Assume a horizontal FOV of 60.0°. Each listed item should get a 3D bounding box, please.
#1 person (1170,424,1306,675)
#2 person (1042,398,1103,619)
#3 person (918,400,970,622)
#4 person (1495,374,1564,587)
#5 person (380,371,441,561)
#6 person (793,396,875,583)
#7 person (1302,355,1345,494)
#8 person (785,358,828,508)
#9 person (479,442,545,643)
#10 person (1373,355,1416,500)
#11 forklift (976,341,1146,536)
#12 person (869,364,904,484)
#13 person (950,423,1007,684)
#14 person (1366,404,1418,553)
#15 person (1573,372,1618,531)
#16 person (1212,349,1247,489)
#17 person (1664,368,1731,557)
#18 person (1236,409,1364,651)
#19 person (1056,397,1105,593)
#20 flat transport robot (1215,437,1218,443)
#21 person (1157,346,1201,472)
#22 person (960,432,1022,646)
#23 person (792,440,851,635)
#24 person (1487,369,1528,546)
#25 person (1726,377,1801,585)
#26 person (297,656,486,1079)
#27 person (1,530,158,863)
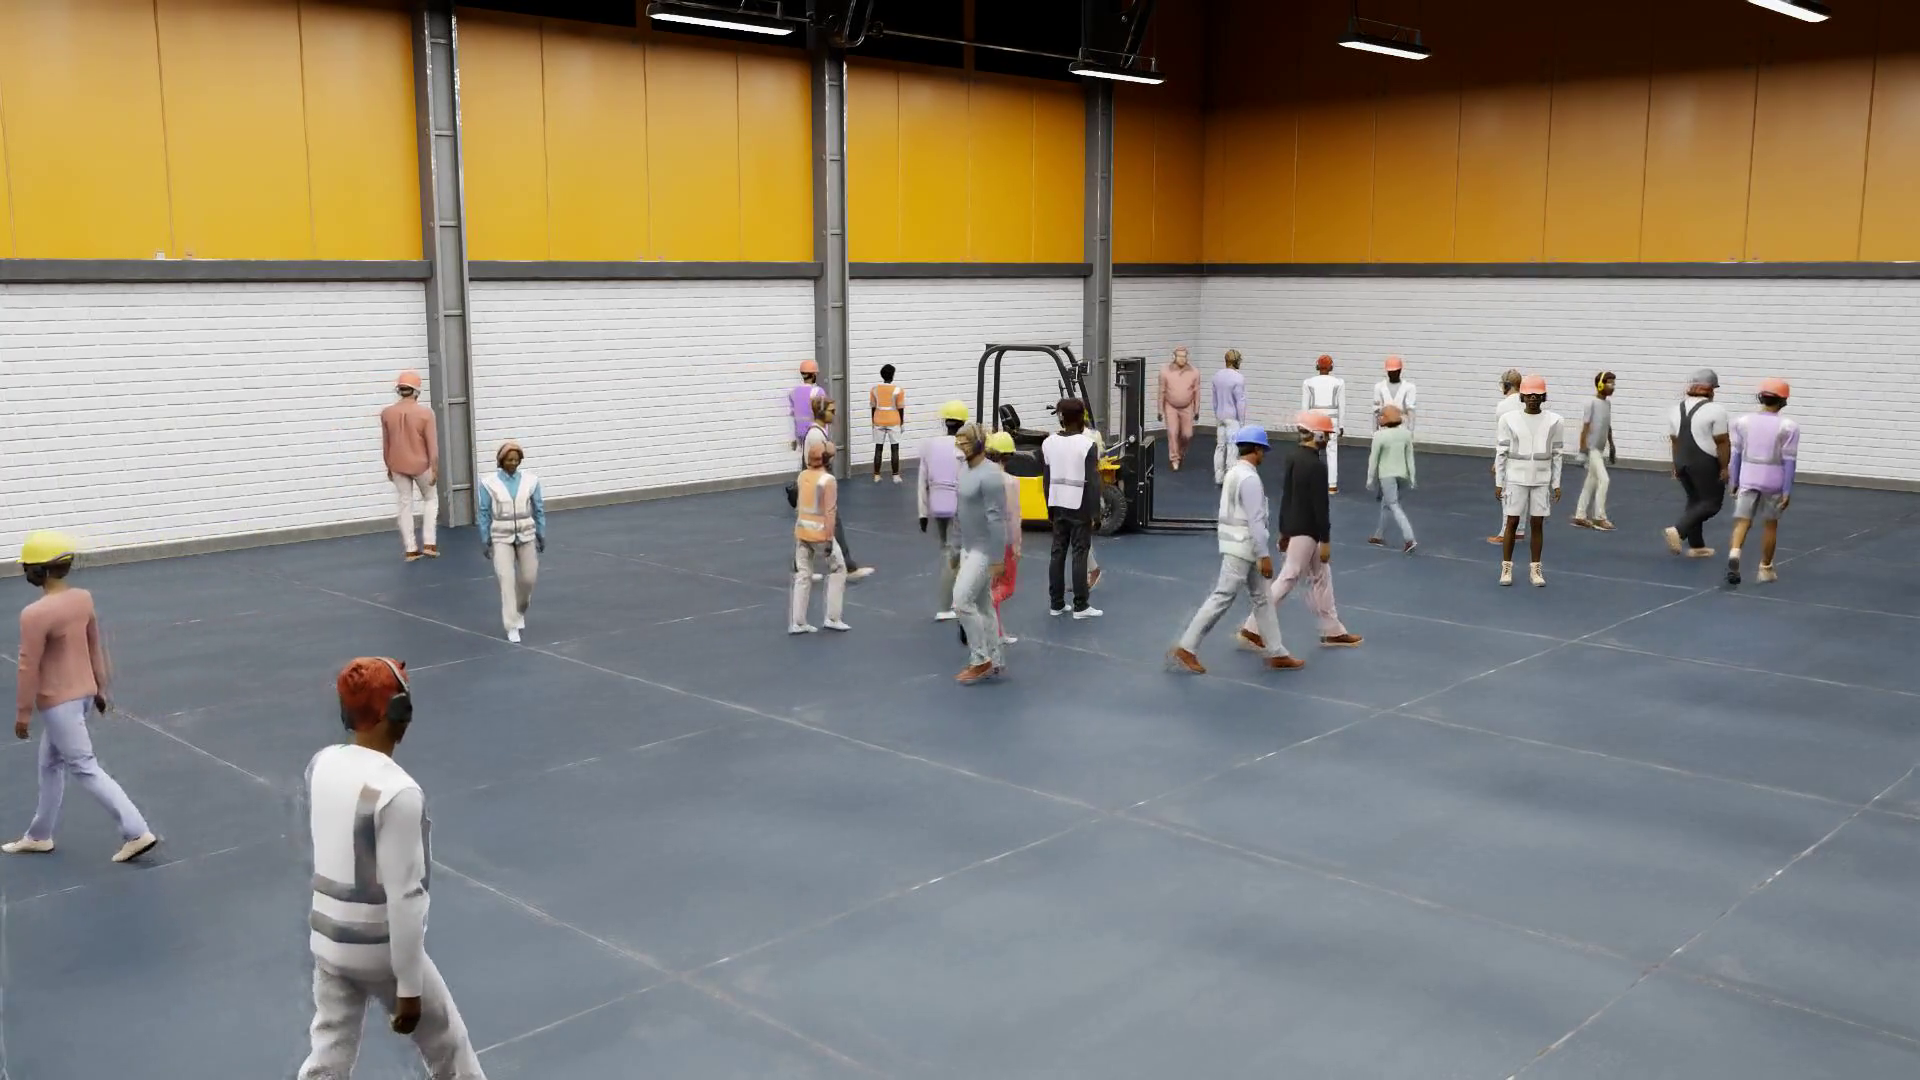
[{"bbox_3d":[2.072,0.076,12.471,1.031,1.879,0.647,0,9,3],"label":"person"},{"bbox_3d":[0.971,-0.274,14.471,0.593,1.922,0.391,8,12,40],"label":"person"},{"bbox_3d":[-0.018,-0.270,14.531,0.598,1.895,0.858,6,11,31],"label":"person"},{"bbox_3d":[5.434,-0.567,15.890,0.615,2.043,0.373,2,9,10],"label":"person"},{"bbox_3d":[-5.708,-0.779,17.388,0.641,1.972,0.557,0,9,3],"label":"person"},{"bbox_3d":[-1.223,-0.478,16.047,0.879,1.810,0.545,-1,9,-7],"label":"person"},{"bbox_3d":[4.898,-1.554,22.435,0.573,1.883,0.359,2,10,13],"label":"person"},{"bbox_3d":[-1.943,-1.324,20.934,0.560,1.916,0.725,7,12,37],"label":"person"},{"bbox_3d":[-3.689,-0.001,13.718,0.526,1.624,0.635,-5,10,-27],"label":"person"},{"bbox_3d":[5.660,-1.454,21.715,0.562,1.910,0.647,4,10,21],"label":"person"},{"bbox_3d":[0.977,-1.223,19.452,2.313,2.155,1.214,2,9,11],"label":"forklift"},{"bbox_3d":[-1.035,-1.641,23.556,0.523,1.691,0.320,3,10,17],"label":"person"},{"bbox_3d":[0.078,0.106,12.136,0.567,1.918,0.661,-3,10,-20],"label":"person"},{"bbox_3d":[4.684,-0.670,17.920,0.506,1.585,0.891,-5,10,-26],"label":"person"},{"bbox_3d":[7.493,-1.025,19.340,0.541,1.840,0.753,-9,13,-44],"label":"person"},{"bbox_3d":[3.709,-1.643,22.811,0.368,1.939,0.632,-5,11,-29],"label":"person"},{"bbox_3d":[7.682,-0.804,17.356,0.710,2.000,0.691,-3,10,-17],"label":"person"},{"bbox_3d":[2.701,-0.070,13.206,1.065,1.938,0.638,-1,9,-8],"label":"person"},{"bbox_3d":[1.090,-0.413,15.542,0.398,1.844,0.567,-7,11,-35],"label":"person"},{"bbox_3d":[4.721,-1.710,28.322,0.652,0.197,1.431,1,9,5],"label":"flat transport robot"},{"bbox_3d":[3.291,-1.983,25.075,0.662,1.888,0.569,0,9,0],"label":"person"},{"bbox_3d":[0.218,0.021,13.169,0.638,1.749,0.531,-8,12,-39],"label":"person"},{"bbox_3d":[-1.157,-0.017,13.825,0.590,1.619,0.529,-9,13,-43],"label":"person"},{"bbox_3d":[6.060,-0.904,18.286,0.352,1.936,0.635,9,13,44],"label":"person"},{"bbox_3d":[7.632,-0.547,15.865,0.622,2.019,0.830,8,12,42],"label":"person"},{"bbox_3d":[-1.768,1.267,5.283,0.587,1.825,1.006,7,12,37],"label":"person"},{"bbox_3d":[-4.530,0.801,8.474,0.883,1.728,0.532,0,9,3],"label":"person"}]
